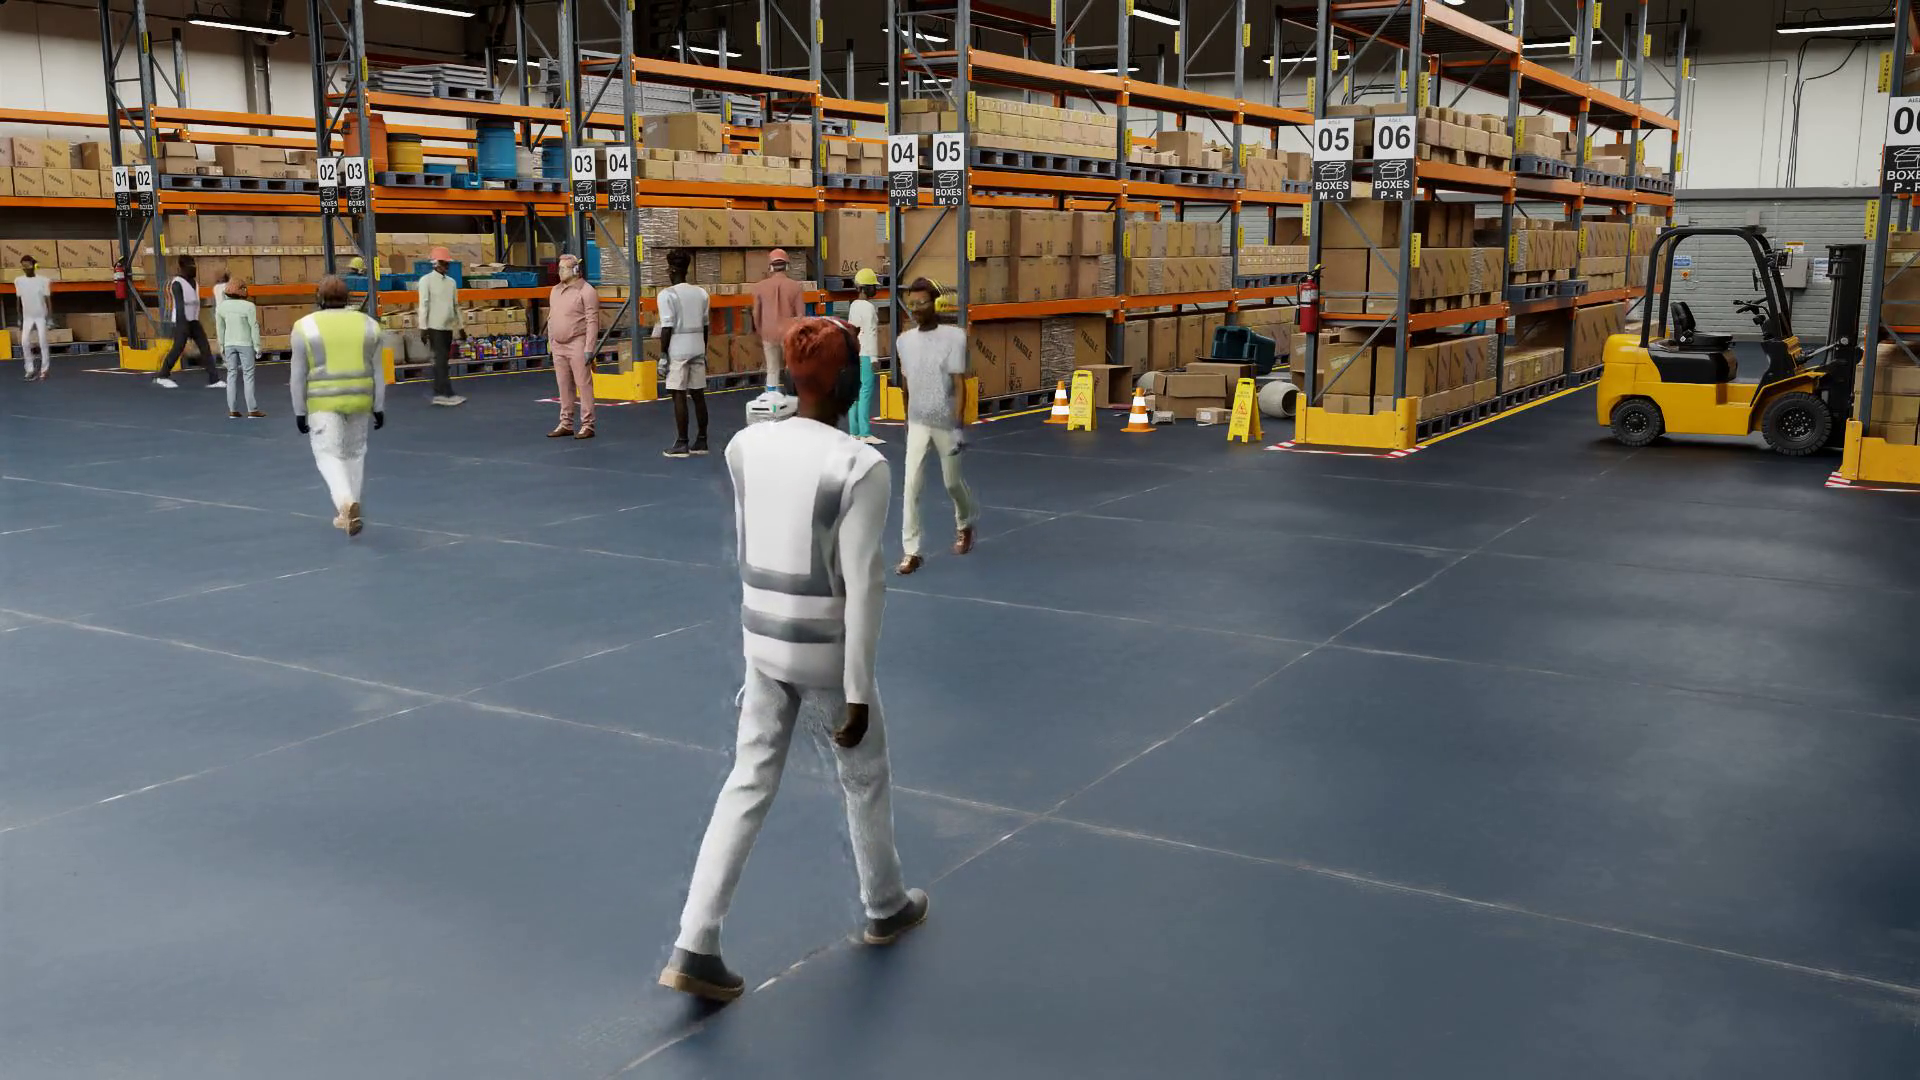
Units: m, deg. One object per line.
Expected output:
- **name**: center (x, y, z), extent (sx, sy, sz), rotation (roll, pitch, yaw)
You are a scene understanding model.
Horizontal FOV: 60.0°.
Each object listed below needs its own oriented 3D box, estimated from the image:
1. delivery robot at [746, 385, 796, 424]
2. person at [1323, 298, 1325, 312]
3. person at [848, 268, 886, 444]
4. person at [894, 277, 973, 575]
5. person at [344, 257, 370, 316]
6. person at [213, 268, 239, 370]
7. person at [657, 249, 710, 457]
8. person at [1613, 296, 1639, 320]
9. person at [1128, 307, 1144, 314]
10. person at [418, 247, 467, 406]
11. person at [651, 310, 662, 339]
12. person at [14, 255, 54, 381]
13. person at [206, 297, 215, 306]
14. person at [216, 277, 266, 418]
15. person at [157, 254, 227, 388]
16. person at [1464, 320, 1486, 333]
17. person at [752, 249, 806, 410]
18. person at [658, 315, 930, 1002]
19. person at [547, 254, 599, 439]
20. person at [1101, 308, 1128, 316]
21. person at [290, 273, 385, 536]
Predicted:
- **delivery robot**: center (-1.950, -1.358, 17.192), extent (0.477, 0.478, 0.707), rotation (2, 10, 12)
- **person**: center (7.813, -5.353, 35.671), extent (1.021, 2.000, 0.695), rotation (9, 13, 40)
- **person**: center (-0.959, -1.851, 16.824), extent (0.322, 1.769, 0.523), rotation (-5, 11, -25)
- **person**: center (-0.145, -0.745, 10.483), extent (0.510, 1.828, 0.959), rotation (3, 11, 19)
- **person**: center (-9.199, -3.442, 25.642), extent (0.619, 1.795, 0.855), rotation (6, 12, 29)
- **person**: center (-11.711, -3.523, 26.579), extent (0.525, 1.644, 0.331), rotation (7, 12, 35)
- **person**: center (-2.627, -1.765, 15.784), extent (0.369, 1.965, 0.609), rotation (8, 13, 37)
- **person**: center (12.706, -4.579, 31.604), extent (0.619, 1.946, 0.896), rotation (-2, 10, -10)
- **person**: center (3.220, -4.554, 31.484), extent (0.635, 1.936, 0.354), rotation (6, 12, 31)
- **person**: center (-6.420, -2.658, 20.778), extent (0.587, 1.991, 0.637), rotation (4, 11, 22)
- **person**: center (-4.467, -3.261, 25.028), extent (0.539, 1.655, 0.819), rotation (4, 11, 20)
- **person**: center (-13.614, -3.250, 24.441), extent (0.542, 1.841, 0.765), rotation (-2, 10, -12)
- **person**: center (-13.197, -4.128, 29.641), extent (0.526, 1.751, 0.523), rotation (7, 12, 35)
- **person**: center (-8.347, -2.223, 19.281), extent (0.507, 1.631, 0.265), rotation (1, 10, 7)
- **person**: center (-10.828, -3.053, 23.280), extent (1.022, 1.874, 0.600), rotation (1, 10, 5)
- **person**: center (8.948, -4.015, 28.766), extent (0.562, 1.833, 0.417), rotation (2, 10, 12)
- **person**: center (-2.024, -2.274, 18.653), extent (0.632, 1.958, 0.689), rotation (0, 10, 2)
- **person**: center (-0.441, 0.317, 4.509), extent (0.594, 1.845, 0.985), rotation (7, 12, 33)
- **person**: center (-4.048, -2.006, 17.290), extent (0.642, 1.913, 0.409), rotation (6, 12, 30)
- **person**: center (2.623, -3.987, 28.132), extent (0.607, 2.007, 1.018), rotation (4, 11, 23)
- **person**: center (-4.271, -0.923, 11.487), extent (0.632, 1.821, 0.770), rotation (-8, 13, -37)
